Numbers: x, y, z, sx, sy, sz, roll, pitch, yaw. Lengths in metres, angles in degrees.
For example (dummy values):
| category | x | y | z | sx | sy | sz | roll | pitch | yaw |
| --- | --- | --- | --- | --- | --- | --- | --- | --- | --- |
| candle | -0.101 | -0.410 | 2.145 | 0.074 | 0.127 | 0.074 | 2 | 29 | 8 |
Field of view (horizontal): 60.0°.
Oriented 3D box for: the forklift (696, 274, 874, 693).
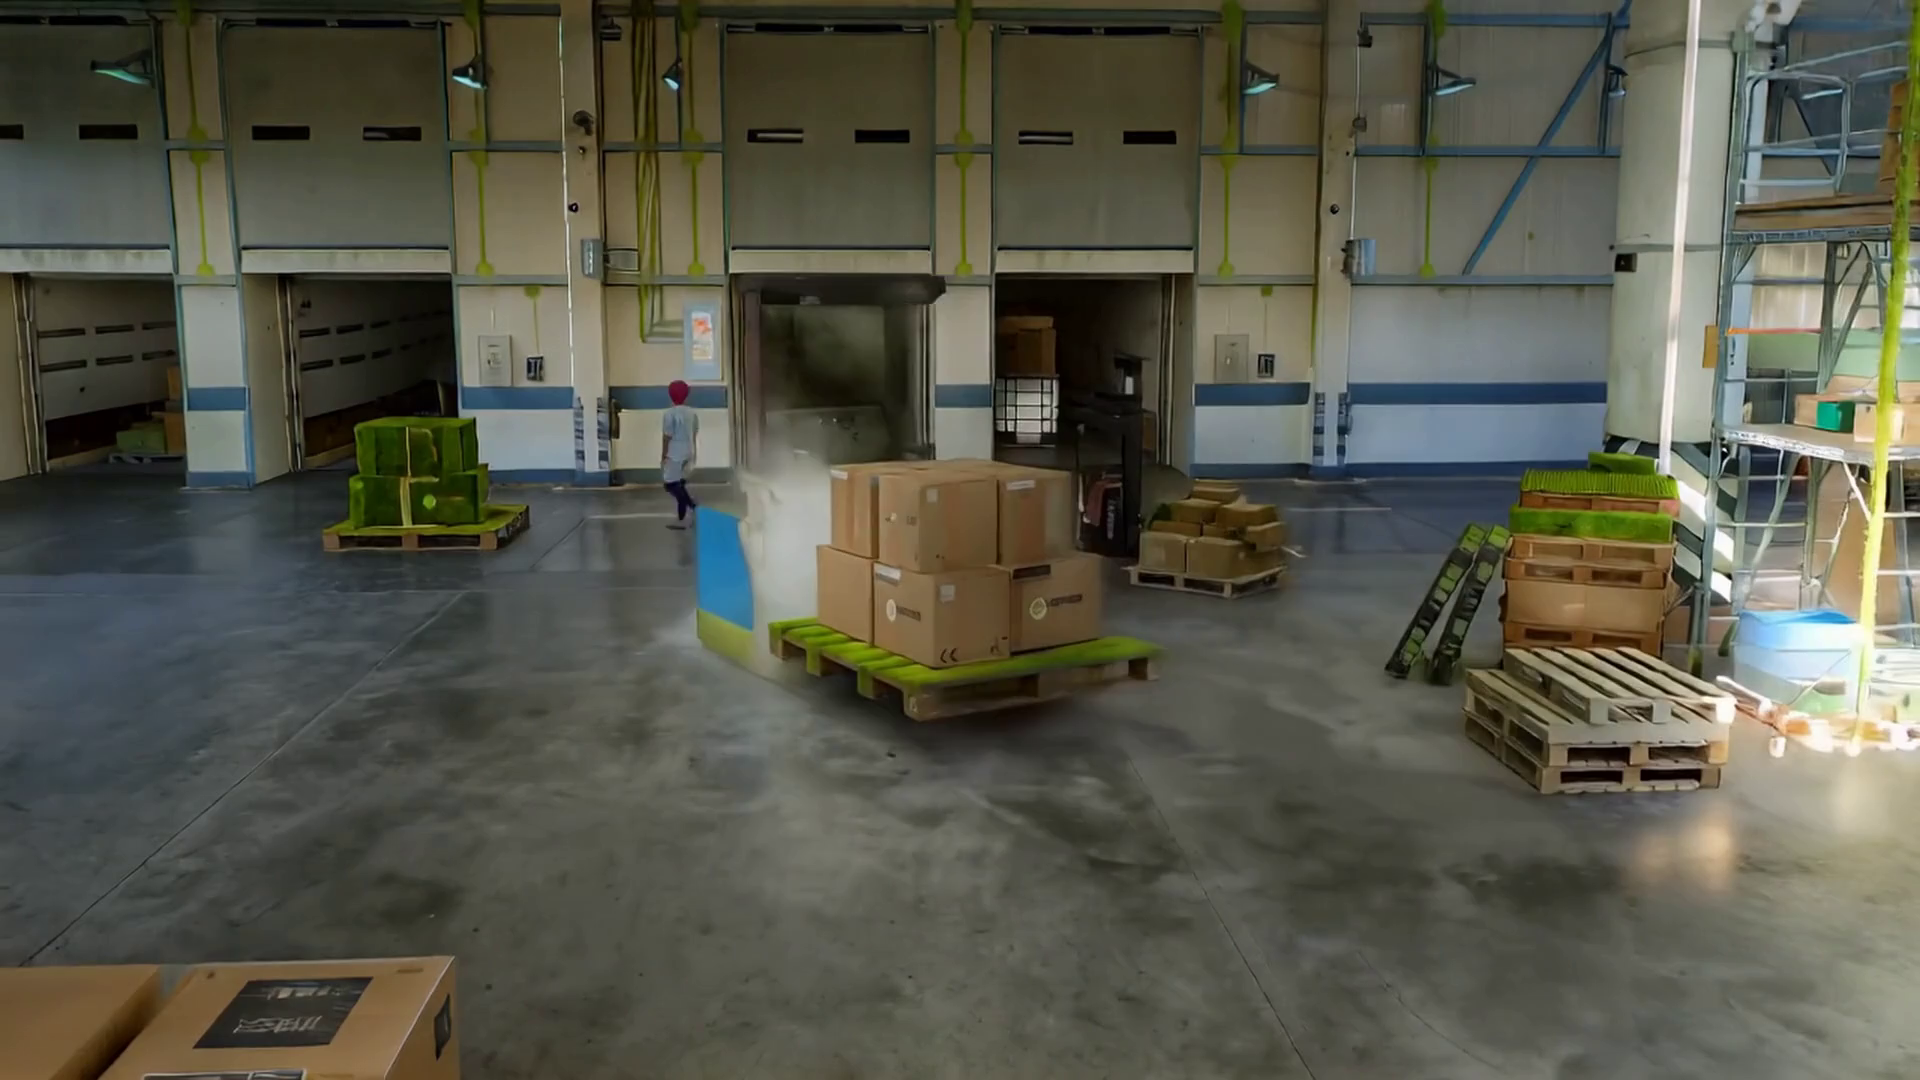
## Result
| category | x | y | z | sx | sy | sz | roll | pitch | yaw |
| --- | --- | --- | --- | --- | --- | --- | --- | --- | --- |
| forklift | -1.094 | -0.506 | 11.925 | 1.129 | 2.768 | 1.873 | -6 | 11 | -31 |

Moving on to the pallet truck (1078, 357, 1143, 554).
| category | x | y | z | sx | sy | sz | roll | pitch | yaw |
| --- | --- | --- | --- | --- | --- | --- | --- | --- | --- |
| pallet truck | 2.088 | -0.836 | 16.757 | 1.885 | 1.965 | 0.823 | 2 | 9 | 13 |

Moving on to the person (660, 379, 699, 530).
| category | x | y | z | sx | sy | sz | roll | pitch | yaw |
| --- | --- | --- | --- | --- | --- | --- | --- | --- | --- |
| person | -3.046 | -0.924 | 18.268 | 0.523 | 1.683 | 0.548 | 5 | 11 | 31 |
